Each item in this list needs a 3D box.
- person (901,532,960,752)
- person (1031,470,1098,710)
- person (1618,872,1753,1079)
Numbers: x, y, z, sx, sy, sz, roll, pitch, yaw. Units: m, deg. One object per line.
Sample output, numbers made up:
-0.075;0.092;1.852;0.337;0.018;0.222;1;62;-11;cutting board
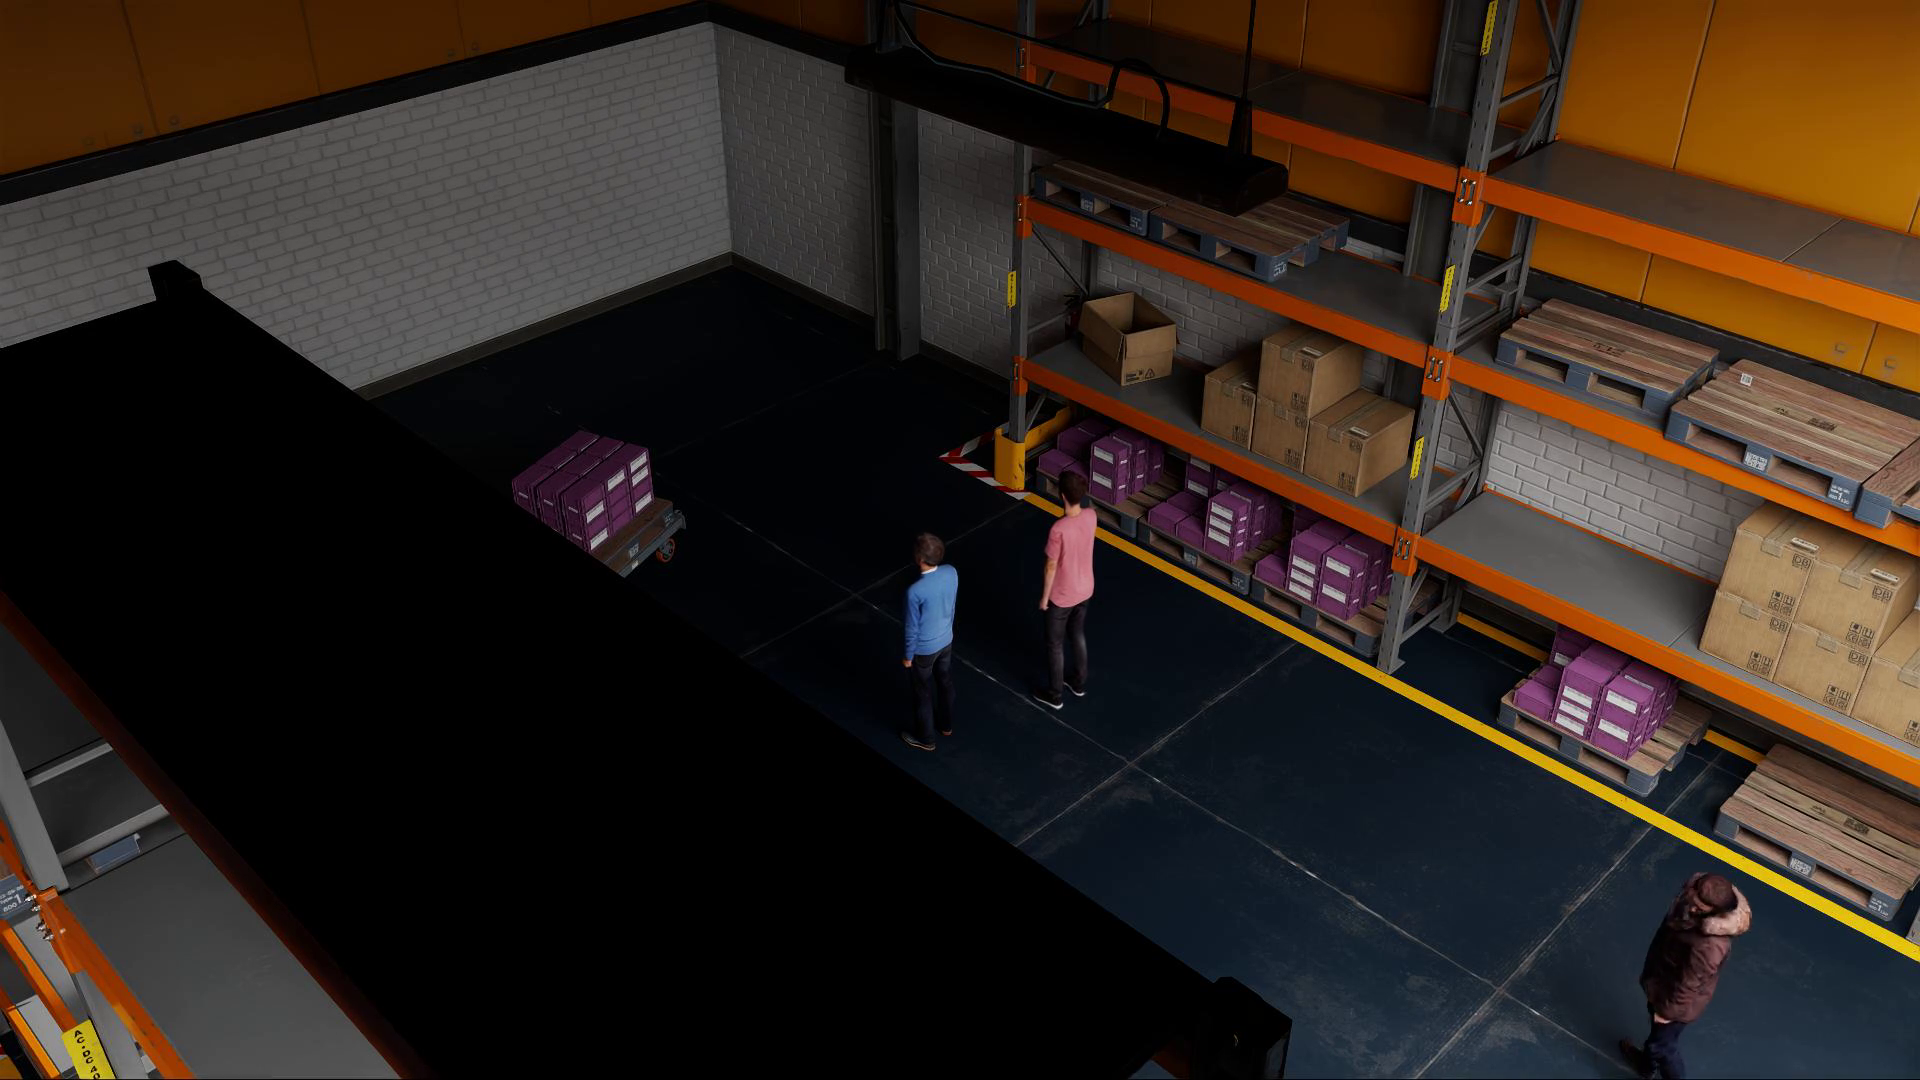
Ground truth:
-0.213;0.705;11.891;0.575;1.824;0.654;26;42;34;person
0.807;0.375;12.266;0.541;1.956;0.624;29;43;36;person
4.033;2.425;9.309;0.869;1.817;0.915;19;38;26;person
